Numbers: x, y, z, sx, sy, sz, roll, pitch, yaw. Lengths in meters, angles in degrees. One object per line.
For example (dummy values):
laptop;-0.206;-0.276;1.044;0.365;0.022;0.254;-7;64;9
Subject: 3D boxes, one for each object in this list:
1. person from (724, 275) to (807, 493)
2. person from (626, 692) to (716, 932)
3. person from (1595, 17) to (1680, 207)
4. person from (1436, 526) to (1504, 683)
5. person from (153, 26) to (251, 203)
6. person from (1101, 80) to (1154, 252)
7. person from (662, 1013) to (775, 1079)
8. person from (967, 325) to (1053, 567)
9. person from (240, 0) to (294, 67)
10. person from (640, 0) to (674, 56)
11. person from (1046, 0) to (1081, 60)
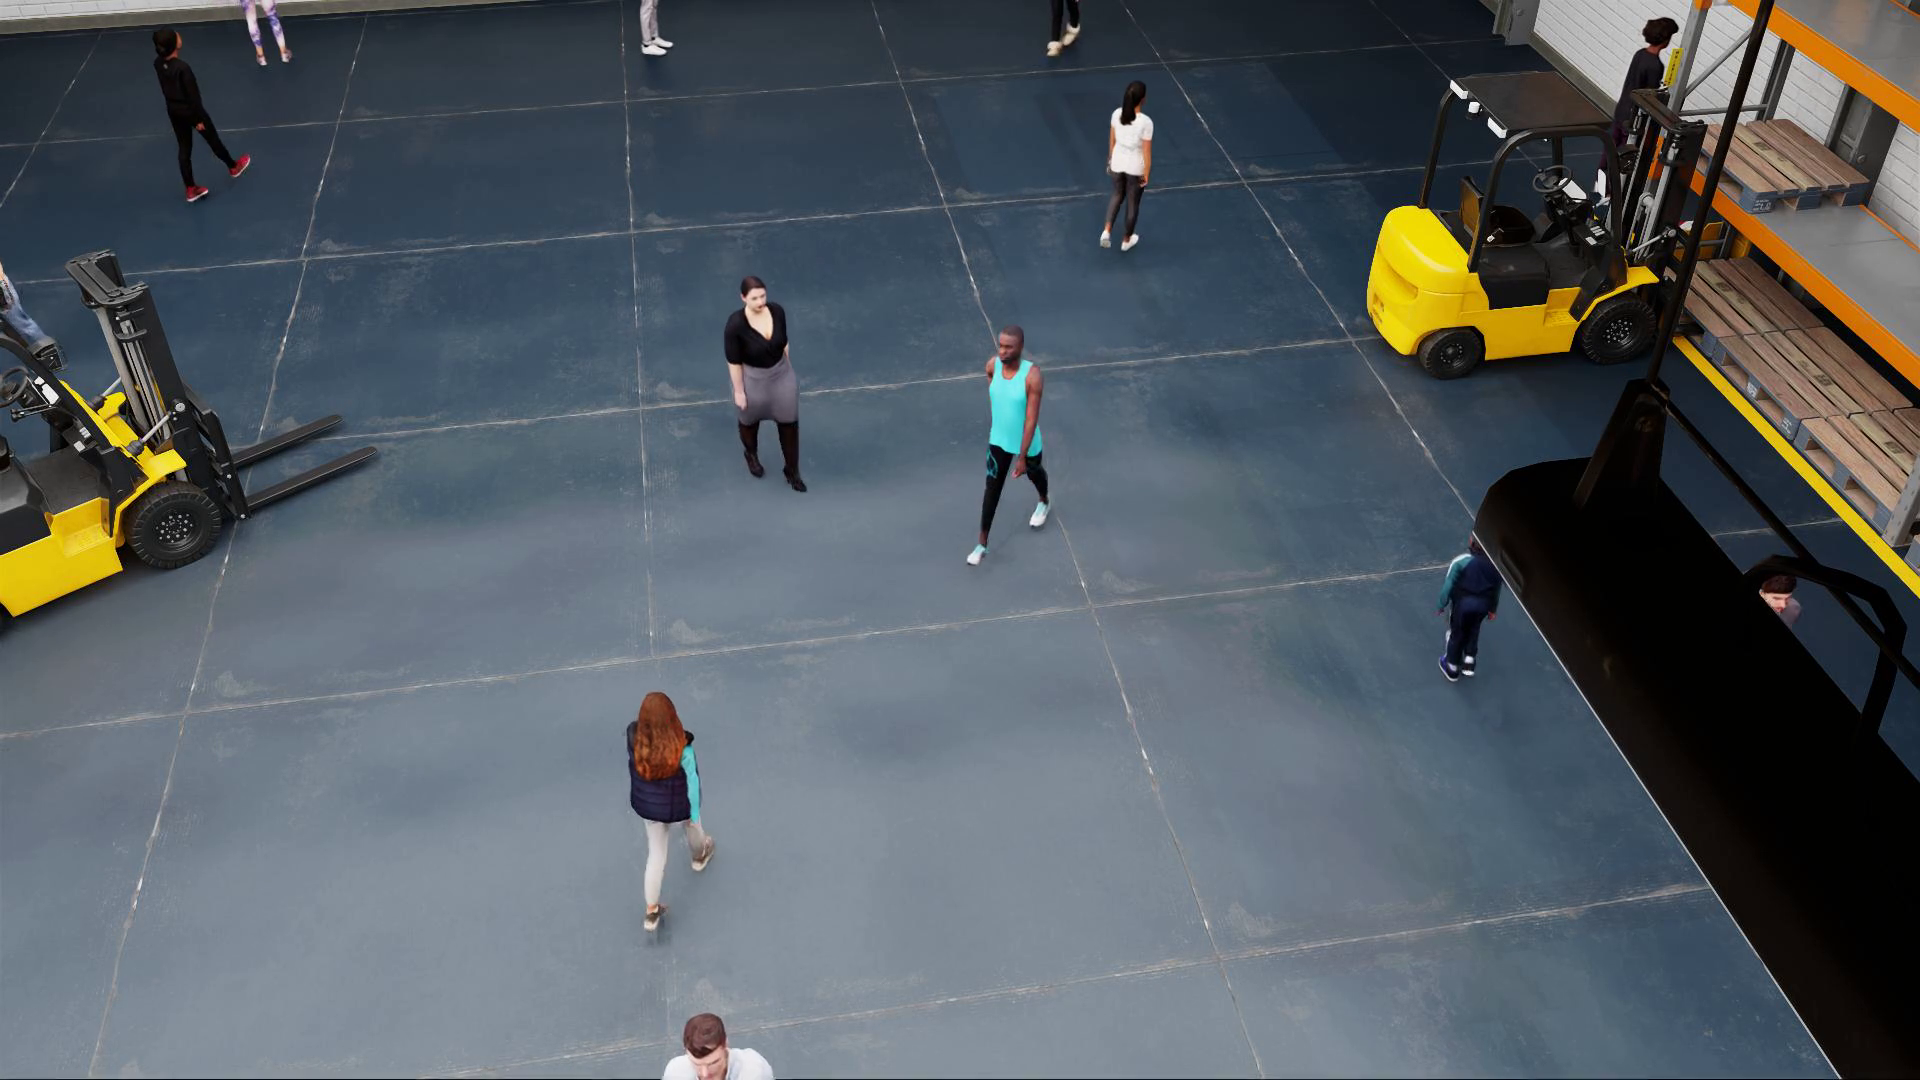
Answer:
person;-1.498;-1.191;12.128;0.856;1.736;0.978;-22;44;-25
person;-1.616;1.478;9.006;0.851;1.463;1.067;9;39;11
person;6.355;-4.046;15.672;0.710;1.776;0.540;-3;39;-3
person;3.241;0.424;10.496;0.531;1.250;0.531;-4;39;-5
person;-7.358;-3.986;15.706;0.906;1.639;1.111;12;40;14
person;1.466;-3.288;14.831;0.835;1.640;0.897;23;44;26
person;-1.003;2.602;7.334;0.680;1.792;1.220;-5;39;-6
person;0.454;-0.722;11.522;1.120;1.759;1.245;19;42;22
person;-7.779;-6.119;18.274;0.629;1.767;0.584;-14;41;-16
person;-3.495;-6.354;18.514;0.785;1.835;0.588;4;39;5
person;1.195;-6.222;18.538;0.993;1.600;1.202;17;42;20
